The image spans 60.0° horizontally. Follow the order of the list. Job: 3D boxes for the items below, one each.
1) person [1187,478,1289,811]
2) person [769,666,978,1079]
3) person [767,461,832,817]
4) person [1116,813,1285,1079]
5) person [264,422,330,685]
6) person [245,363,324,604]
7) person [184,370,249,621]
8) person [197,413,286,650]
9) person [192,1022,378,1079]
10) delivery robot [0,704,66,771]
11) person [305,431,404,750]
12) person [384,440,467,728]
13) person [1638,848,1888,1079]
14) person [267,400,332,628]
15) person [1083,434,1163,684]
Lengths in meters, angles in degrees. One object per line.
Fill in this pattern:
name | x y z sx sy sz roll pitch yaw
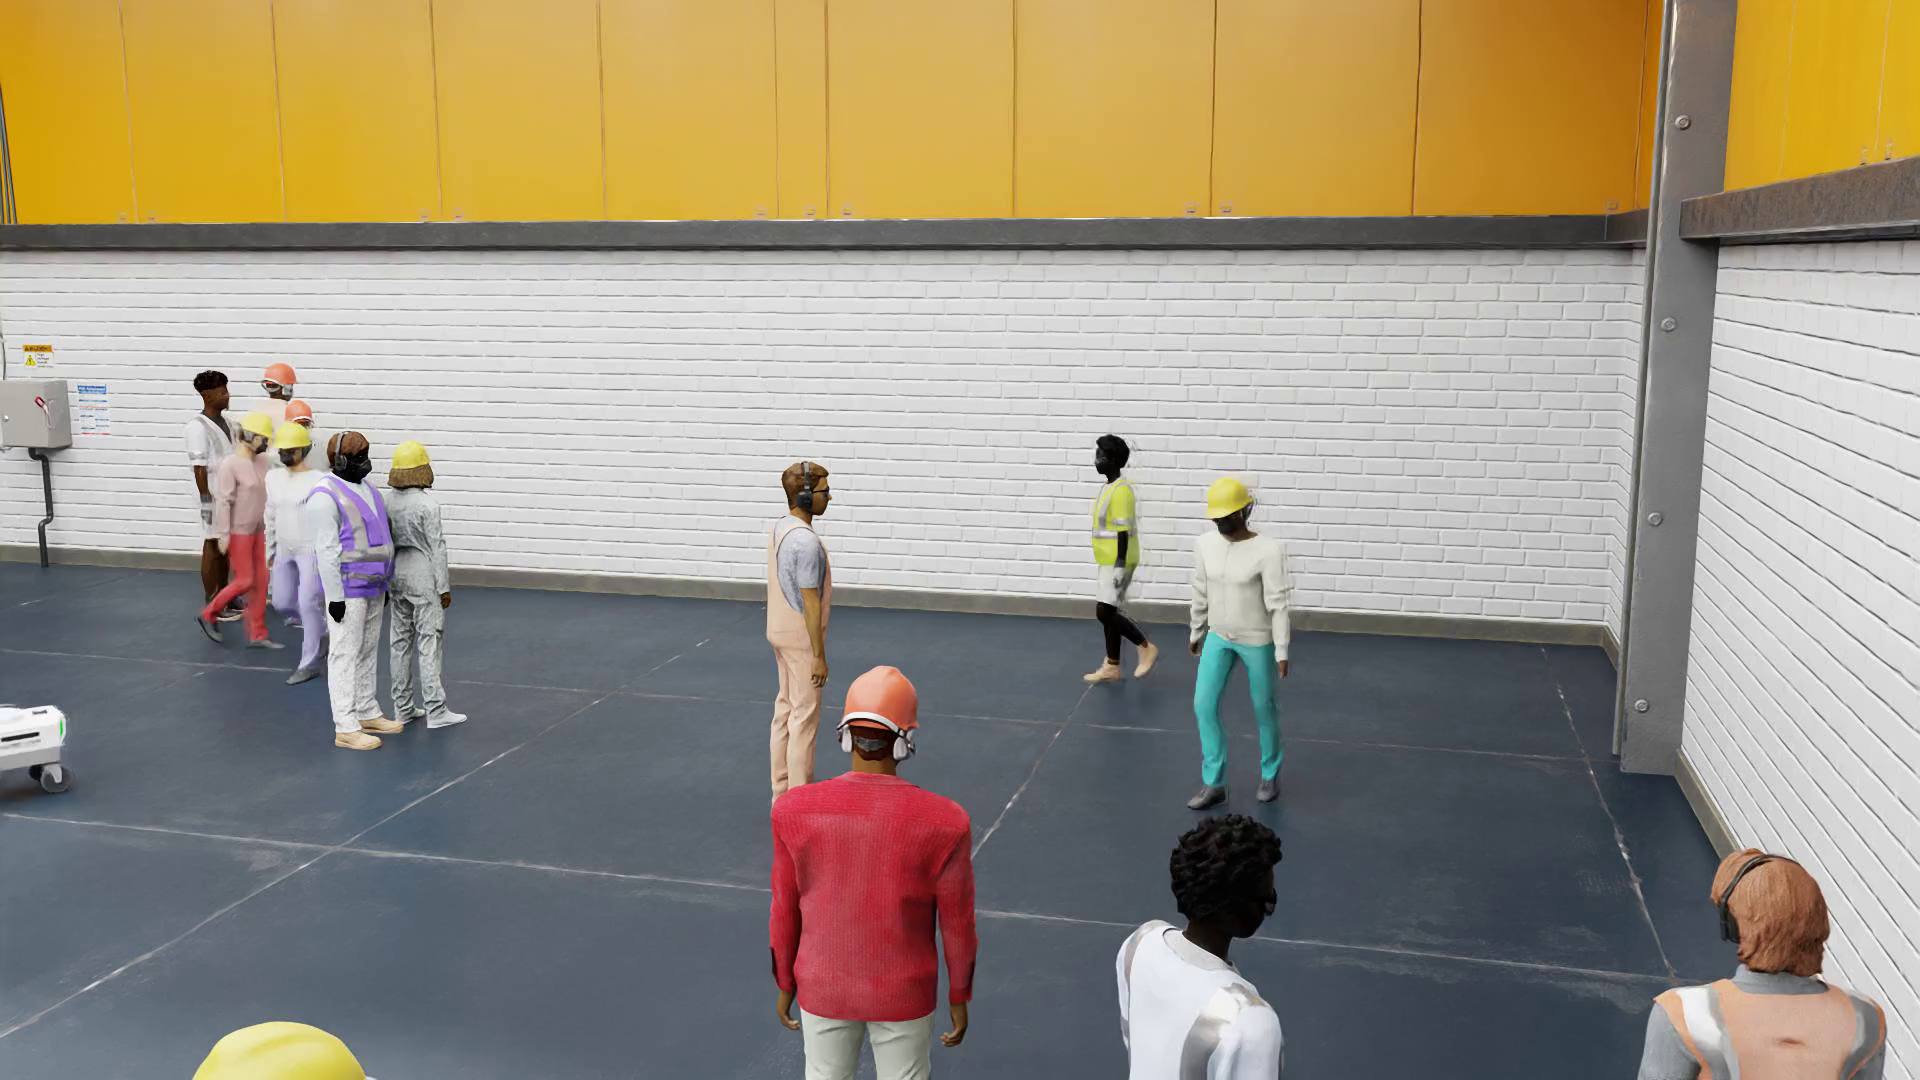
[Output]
person | 1.410 0.534 8.550 0.637 1.718 0.751 8 12 38
person | -0.236 1.204 4.581 0.575 1.736 0.354 1 10 5
person | -0.785 0.524 8.260 0.327 1.843 0.516 -4 11 -24
person | 0.510 1.402 3.572 0.319 1.689 0.539 -4 11 -23
person | -4.410 0.066 11.206 0.538 1.753 0.558 3 10 19
person | -5.518 -0.450 13.582 0.627 1.988 0.408 3 10 17
person | -5.832 -0.356 13.085 0.367 1.966 0.607 -1 10 -3
person | -5.192 -0.052 12.025 0.533 1.728 0.556 2 10 13
person | -0.906 1.539 2.323 0.586 1.833 0.403 7 12 35
delivery robot | -5.090 1.047 8.701 0.707 0.478 0.477 -8 13 -41
person | -3.513 0.281 9.704 0.429 1.844 0.625 1 10 6
person | -3.278 0.268 10.066 0.484 1.746 0.287 4 11 24
person | 1.639 1.448 3.464 0.524 1.630 0.313 -1 10 -5
person | -5.044 -0.203 12.813 0.559 1.751 0.326 -9 13 -43
person | 1.054 0.142 10.962 0.426 1.684 0.546 -1 10 -6
